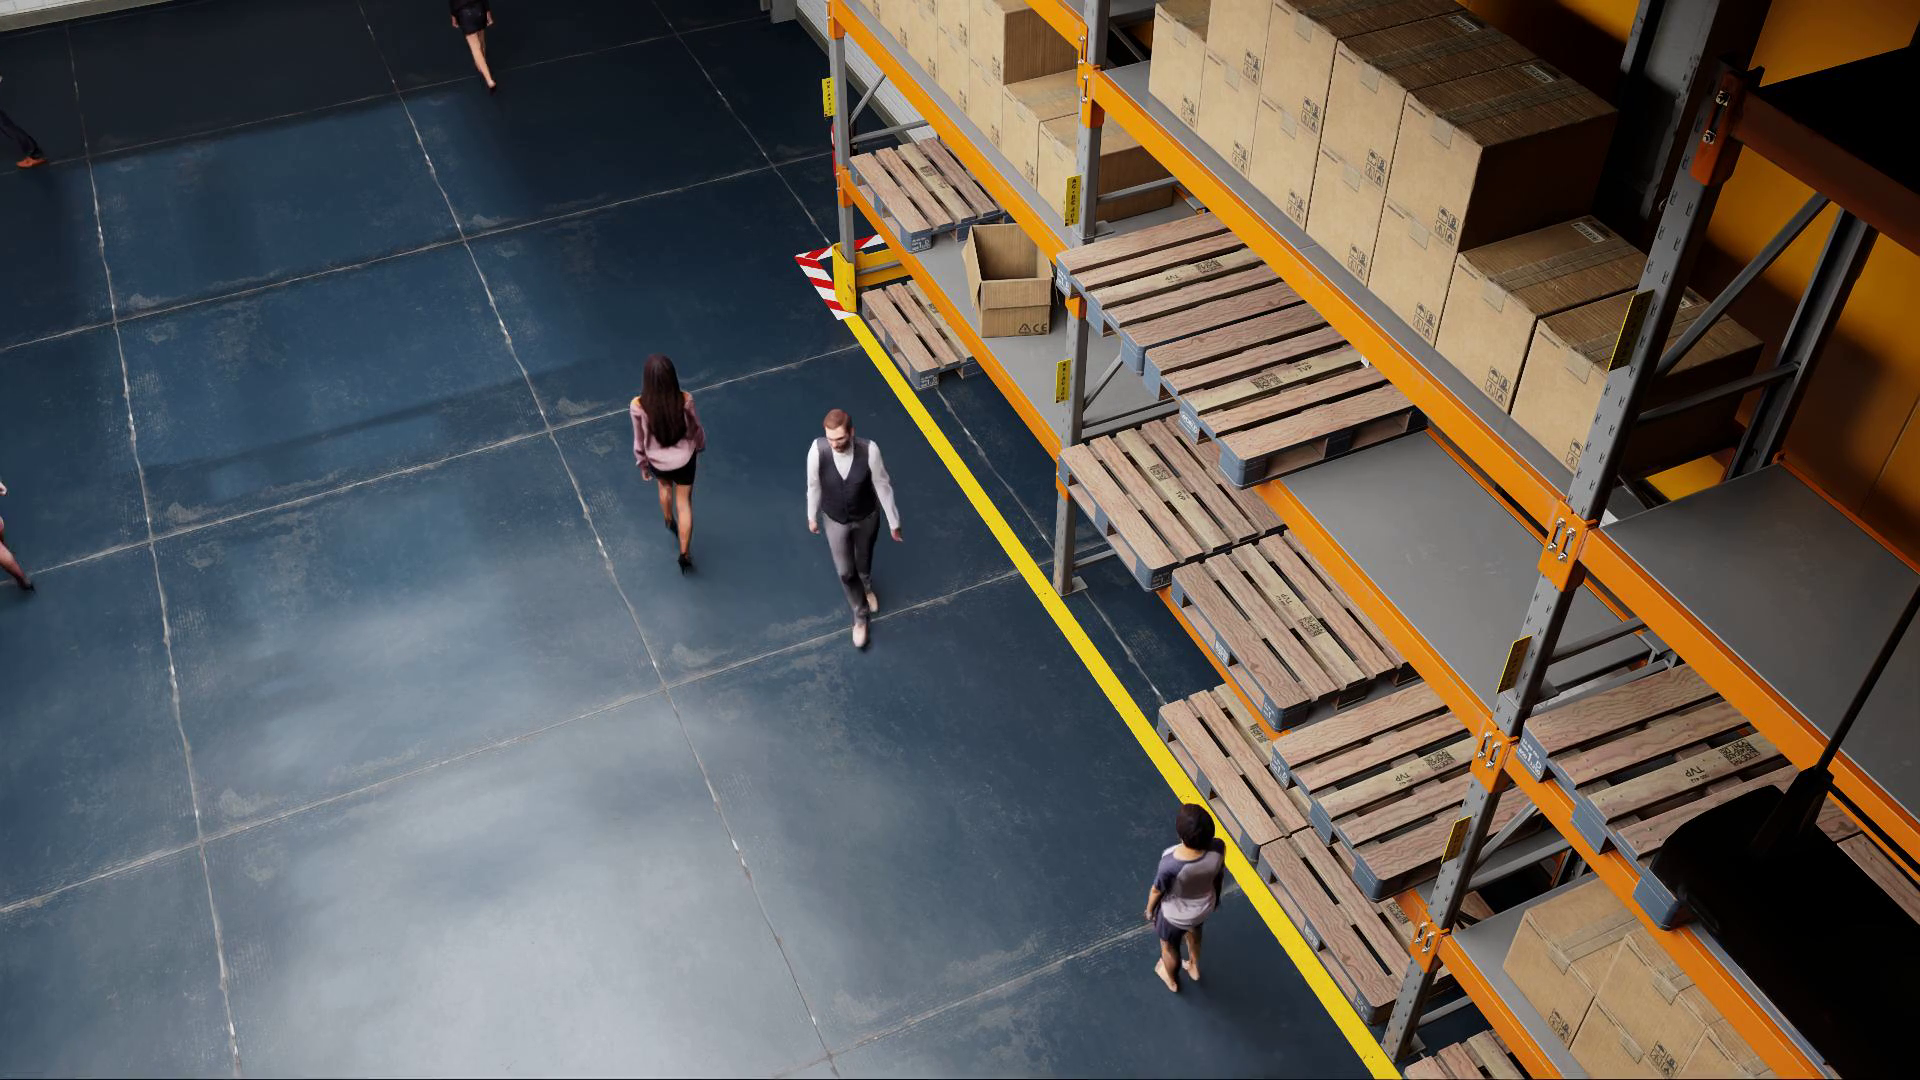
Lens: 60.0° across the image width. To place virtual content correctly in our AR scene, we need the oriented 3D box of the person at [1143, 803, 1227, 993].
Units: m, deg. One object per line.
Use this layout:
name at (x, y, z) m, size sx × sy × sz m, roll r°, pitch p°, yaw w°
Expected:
person at (1.266, 2.014, 9.051) m, size 0.569 × 1.557 × 0.549 m, roll -17°, pitch 46°, yaw -17°

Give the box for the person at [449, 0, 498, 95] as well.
person at (-4.877, -5.241, 16.689) m, size 0.592 × 1.526 × 1.047 m, roll -21°, pitch 48°, yaw -21°

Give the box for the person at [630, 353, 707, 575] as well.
person at (-1.977, -0.469, 11.488) m, size 0.783 × 1.791 × 0.922 m, roll -6°, pitch 44°, yaw -6°

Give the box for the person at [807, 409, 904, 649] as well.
person at (-0.748, -0.225, 11.147) m, size 0.936 × 1.907 × 1.009 m, roll -7°, pitch 44°, yaw -7°
